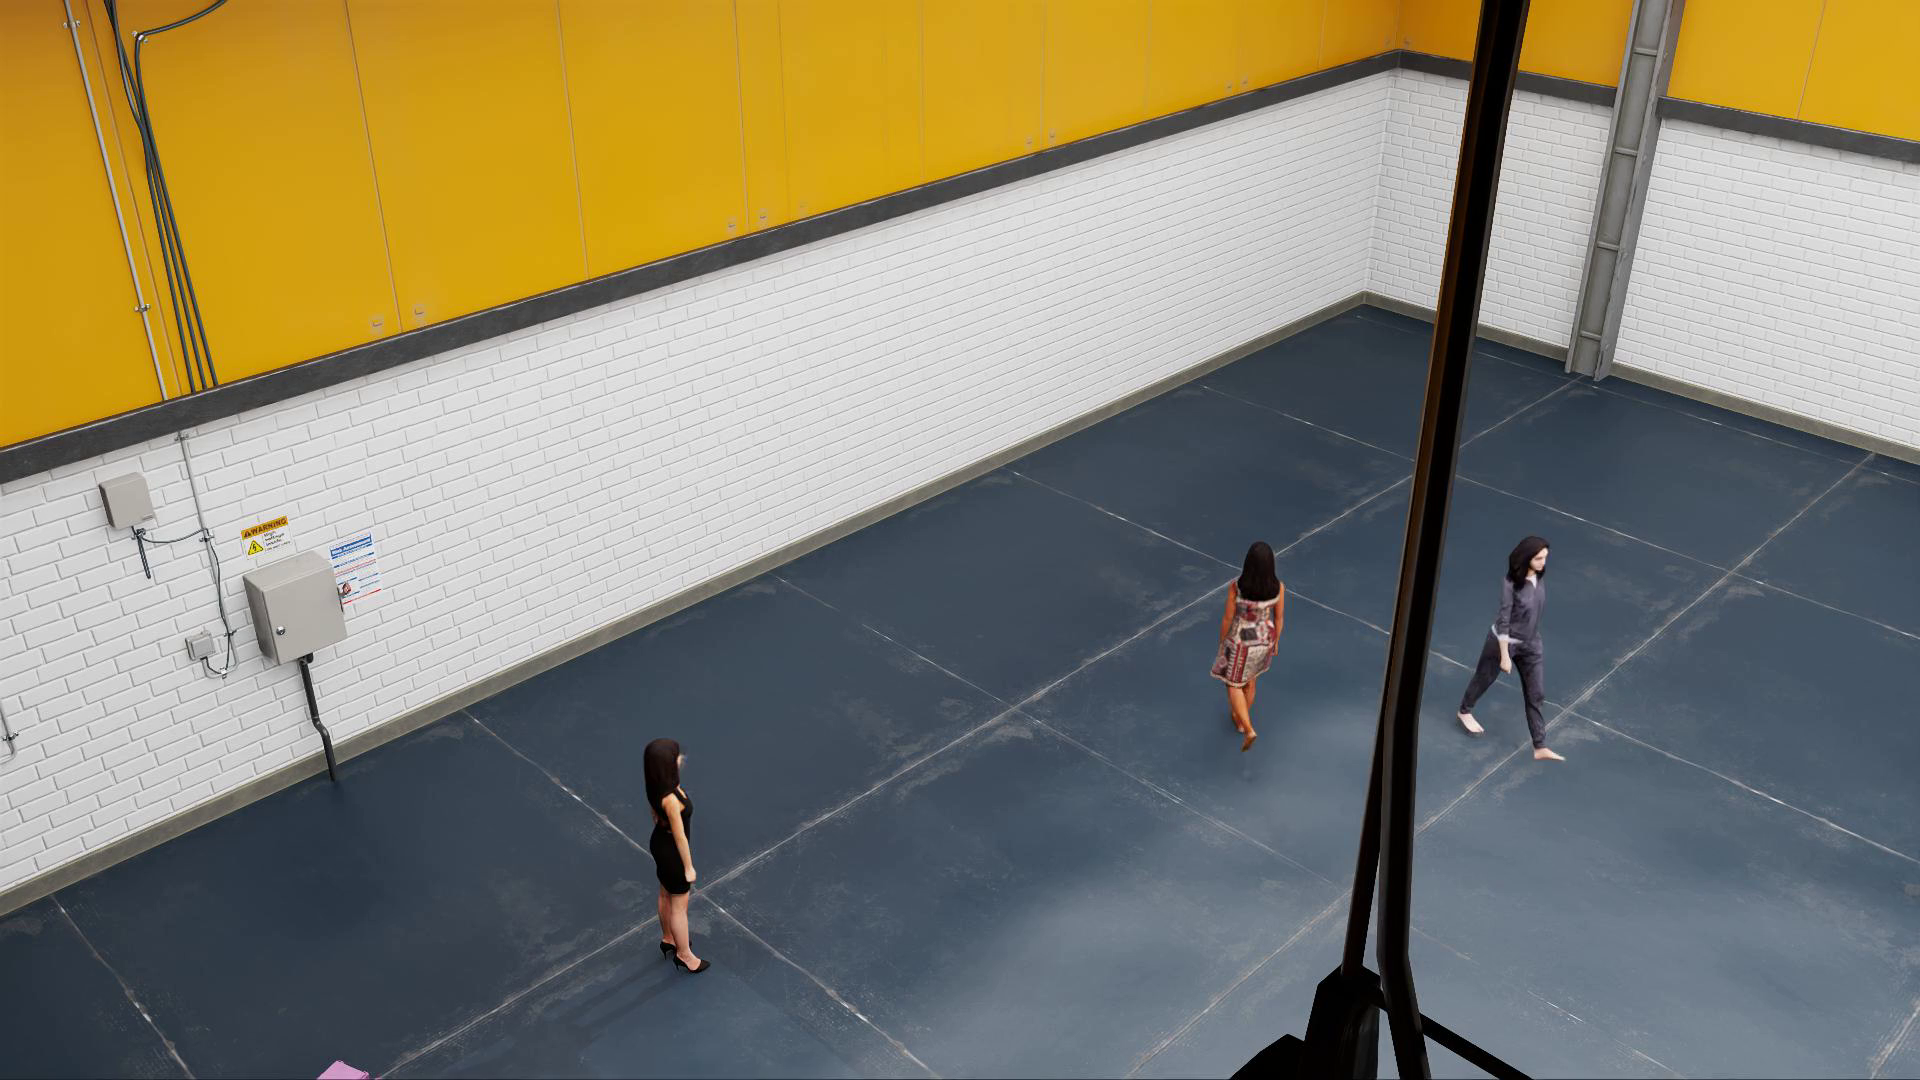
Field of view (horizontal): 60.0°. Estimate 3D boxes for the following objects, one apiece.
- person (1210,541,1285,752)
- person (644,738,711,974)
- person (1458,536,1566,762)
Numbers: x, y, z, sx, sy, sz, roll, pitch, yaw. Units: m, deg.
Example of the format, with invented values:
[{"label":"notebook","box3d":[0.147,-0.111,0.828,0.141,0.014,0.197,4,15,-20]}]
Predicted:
[{"label":"person","box3d":[2.083,0.784,11.913,0.949,1.628,1.046,-3,29,-6]},{"label":"person","box3d":[-1.720,1.874,9.893,0.657,1.650,0.492,-16,32,-27]},{"label":"person","box3d":[3.888,0.719,11.940,0.815,1.716,1.208,-16,33,-27]}]
